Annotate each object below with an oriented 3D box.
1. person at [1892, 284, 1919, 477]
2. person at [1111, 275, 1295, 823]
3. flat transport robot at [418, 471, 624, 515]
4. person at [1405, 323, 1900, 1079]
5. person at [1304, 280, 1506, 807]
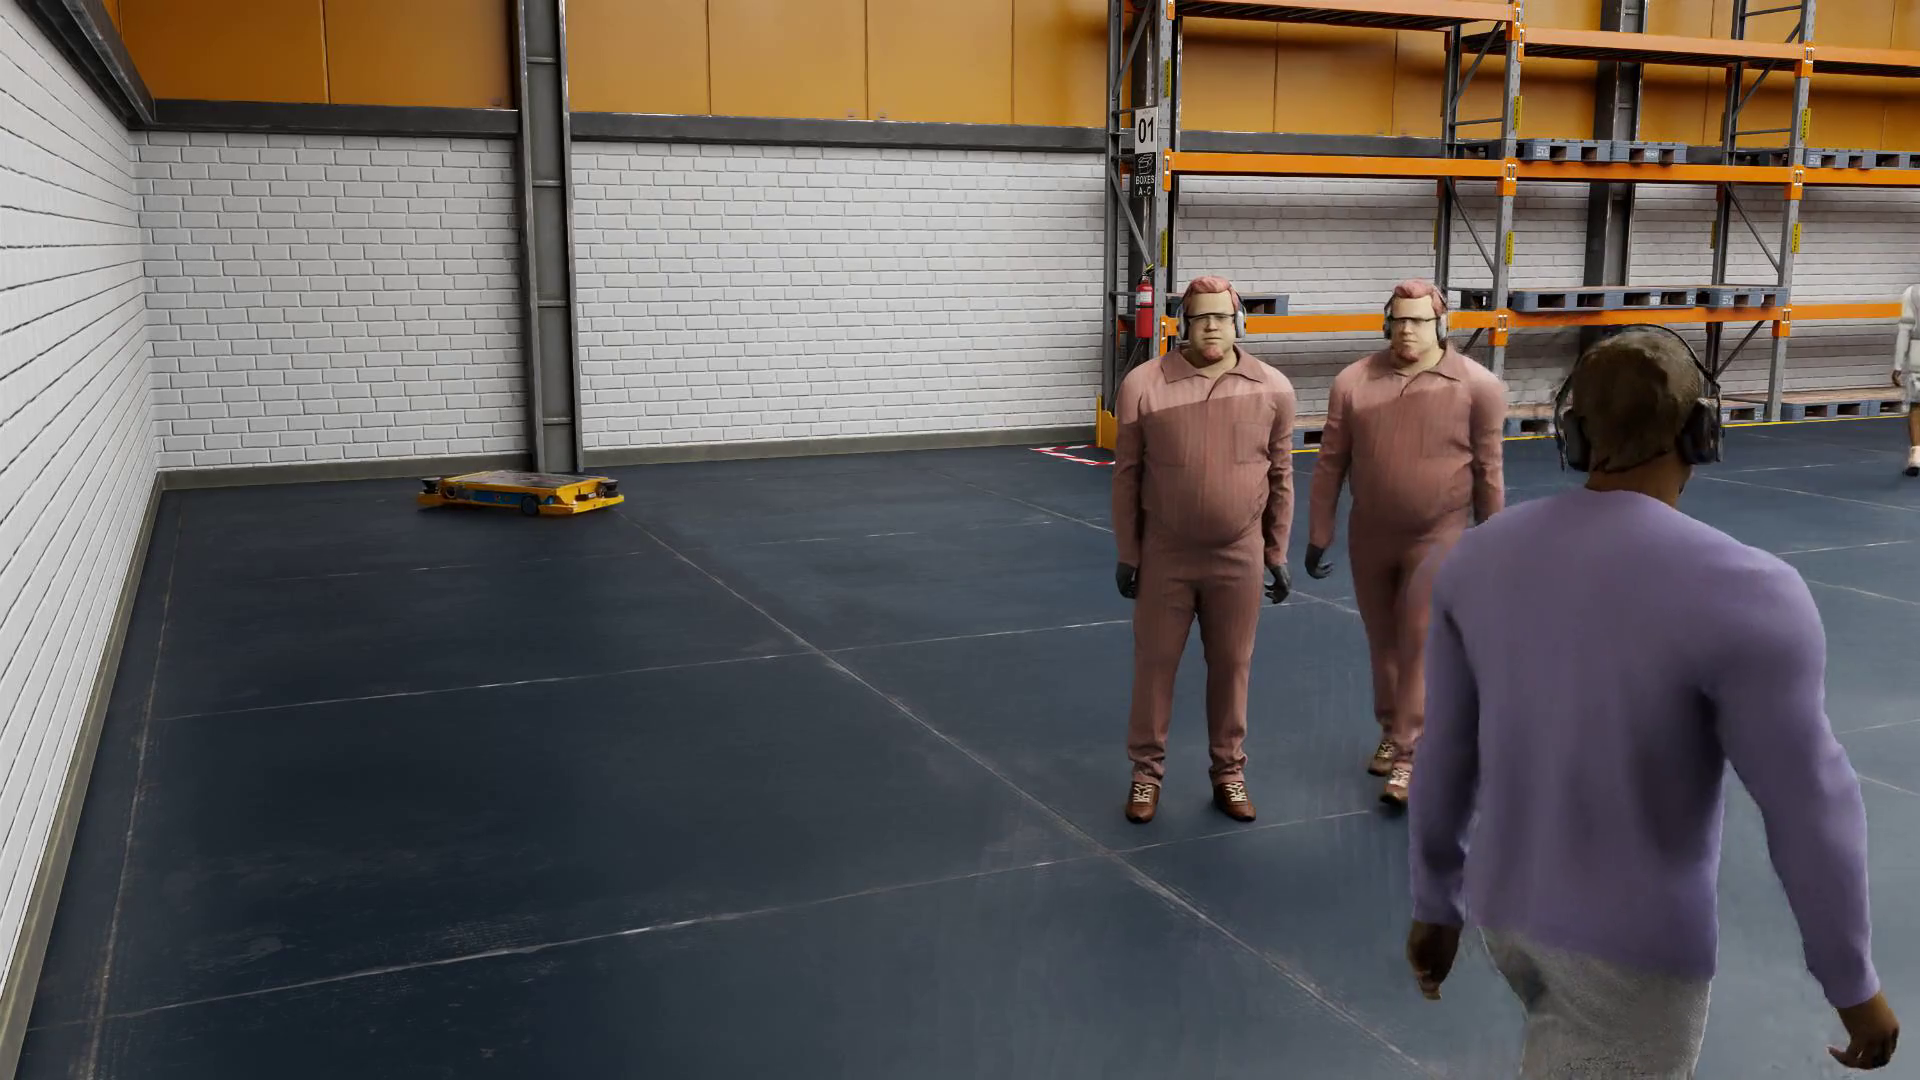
[{"bbox_3d":[8.206,-1.482,13.959,0.643,2.024,0.446,7,12,35],"label":"person"},{"bbox_3d":[0.846,0.042,5.796,0.638,1.911,0.402,0,10,1],"label":"person"},{"bbox_3d":[-3.343,-0.373,12.665,1.431,0.197,0.652,4,11,23],"label":"flat transport robot"},{"bbox_3d":[1.102,0.615,2.643,1.002,1.882,0.660,-4,11,-23],"label":"person"},{"bbox_3d":[1.576,0.011,6.046,0.668,1.877,0.867,6,12,31],"label":"person"}]
